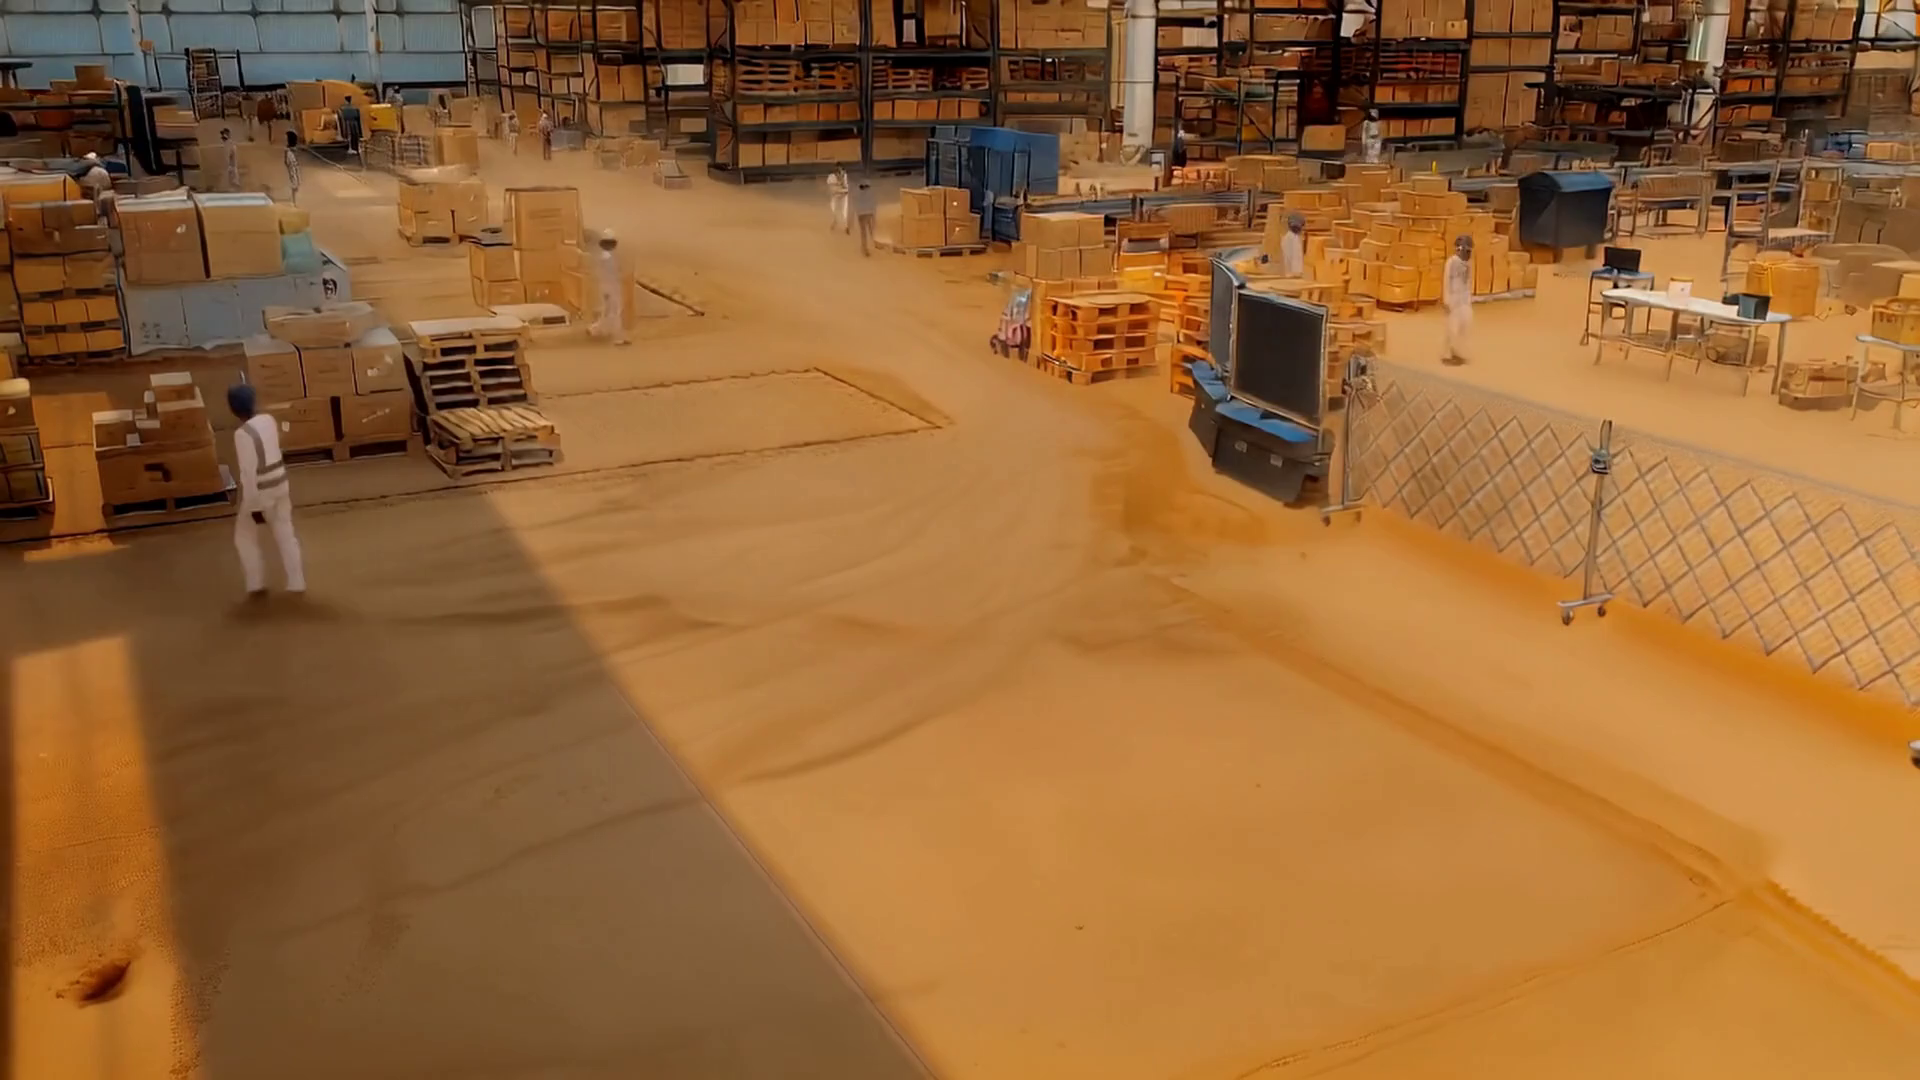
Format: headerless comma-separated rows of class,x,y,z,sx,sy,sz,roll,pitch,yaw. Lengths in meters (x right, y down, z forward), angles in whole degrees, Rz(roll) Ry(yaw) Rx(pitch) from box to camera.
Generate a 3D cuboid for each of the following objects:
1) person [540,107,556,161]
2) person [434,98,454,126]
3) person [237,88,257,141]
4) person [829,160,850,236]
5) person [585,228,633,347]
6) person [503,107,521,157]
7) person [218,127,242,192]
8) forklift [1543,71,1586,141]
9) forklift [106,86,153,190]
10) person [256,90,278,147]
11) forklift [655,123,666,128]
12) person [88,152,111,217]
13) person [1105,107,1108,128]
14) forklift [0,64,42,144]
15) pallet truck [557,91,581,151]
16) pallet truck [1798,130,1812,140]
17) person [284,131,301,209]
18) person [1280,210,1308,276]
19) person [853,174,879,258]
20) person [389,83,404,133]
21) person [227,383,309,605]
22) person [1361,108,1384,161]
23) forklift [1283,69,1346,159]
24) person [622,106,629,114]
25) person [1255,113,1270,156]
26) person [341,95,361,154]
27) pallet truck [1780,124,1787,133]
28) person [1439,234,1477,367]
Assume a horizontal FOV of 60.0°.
person,-13.247,-13.024,53.347,0.318,1.697,0.536,-15,23,-39
person,-17.153,-13.757,55.357,0.592,1.869,1.006,-15,23,-39
person,-26.050,-15.581,60.966,0.651,1.904,0.864,-14,22,-36
person,-2.626,-7.454,36.135,0.521,1.604,0.851,-8,19,-22
person,-5.109,-3.644,24.043,0.602,1.728,0.494,-3,18,-8
person,-14.754,-13.441,54.804,0.515,1.593,0.860,-3,18,-10
person,-18.565,-9.525,42.203,0.499,1.867,0.585,-8,20,-24
forklift,18.685,-13.231,52.085,1.873,2.768,1.129,-9,20,-26
forklift,-20.948,-10.146,42.466,1.873,2.768,1.129,-9,20,-26
person,-24.302,-14.809,58.470,0.653,1.961,0.904,-17,24,-42
forklift,-11.703,-18.290,67.855,1.873,2.768,1.129,-1,18,-2
person,-17.564,-6.989,34.158,0.369,1.929,0.542,2,18,6
person,5.368,-14.973,59.445,0.538,1.683,0.372,-8,20,-24
forklift,-34.306,-15.613,59.508,1.129,2.768,1.873,10,20,27
pallet truck,-13.495,-14.412,57.188,0.823,1.965,1.885,-3,18,-9
pallet truck,25.526,-11.556,49.408,1.630,1.274,0.653,-9,20,-26
person,-15.836,-8.713,39.496,0.371,1.958,0.598,-5,18,-15
person,4.740,-3.814,24.206,0.811,1.968,0.623,10,20,28
person,-1.872,-6.387,32.766,0.521,1.619,0.506,-11,21,-30
person,-22.150,-17.015,65.431,0.567,1.917,0.598,-11,21,-30
person,-5.768,-0.374,13.644,0.715,1.858,0.595,4,18,11
person,11.780,-11.219,47.194,0.647,2.016,0.793,-8,19,-23
forklift,11.615,-13.871,54.079,1.129,2.768,1.873,-9,20,-27
person,-12.447,-15.603,61.154,0.631,1.843,0.429,-13,22,-34
person,8.402,-10.855,46.198,0.373,1.934,0.551,15,23,40
person,-20.494,-13.988,55.961,0.627,1.940,0.372,9,20,27
pallet truck,25.206,-12.542,52.601,1.601,1.201,0.680,0,18,-2
person,6.828,-3.255,22.704,0.613,1.813,0.498,-13,22,-35
